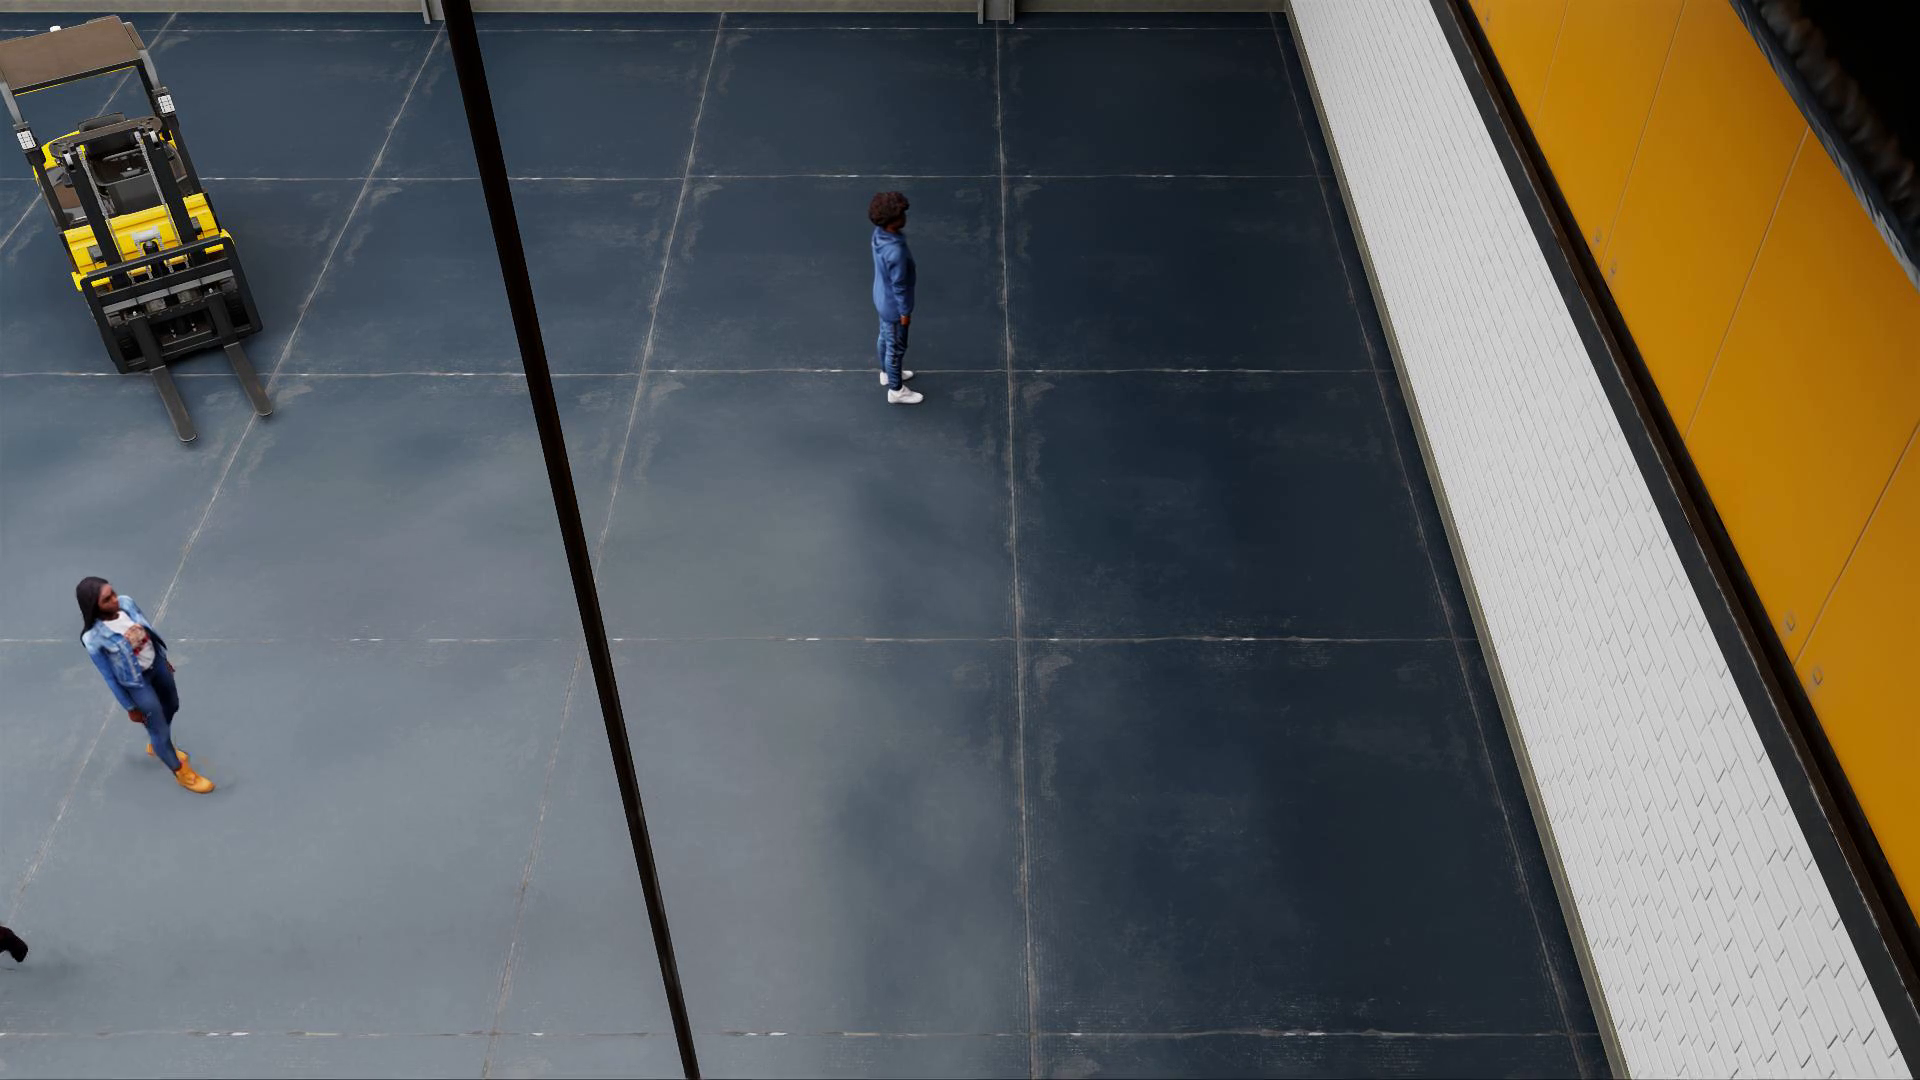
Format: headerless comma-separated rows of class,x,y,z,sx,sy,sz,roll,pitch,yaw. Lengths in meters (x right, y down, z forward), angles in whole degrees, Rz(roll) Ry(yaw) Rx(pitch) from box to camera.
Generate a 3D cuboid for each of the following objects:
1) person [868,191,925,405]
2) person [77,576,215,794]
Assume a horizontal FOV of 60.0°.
person,-0.513,-1.872,12.804,0.673,1.811,0.730,-11,45,-11
person,-4.963,0.841,10.018,0.804,1.726,0.686,7,44,8
